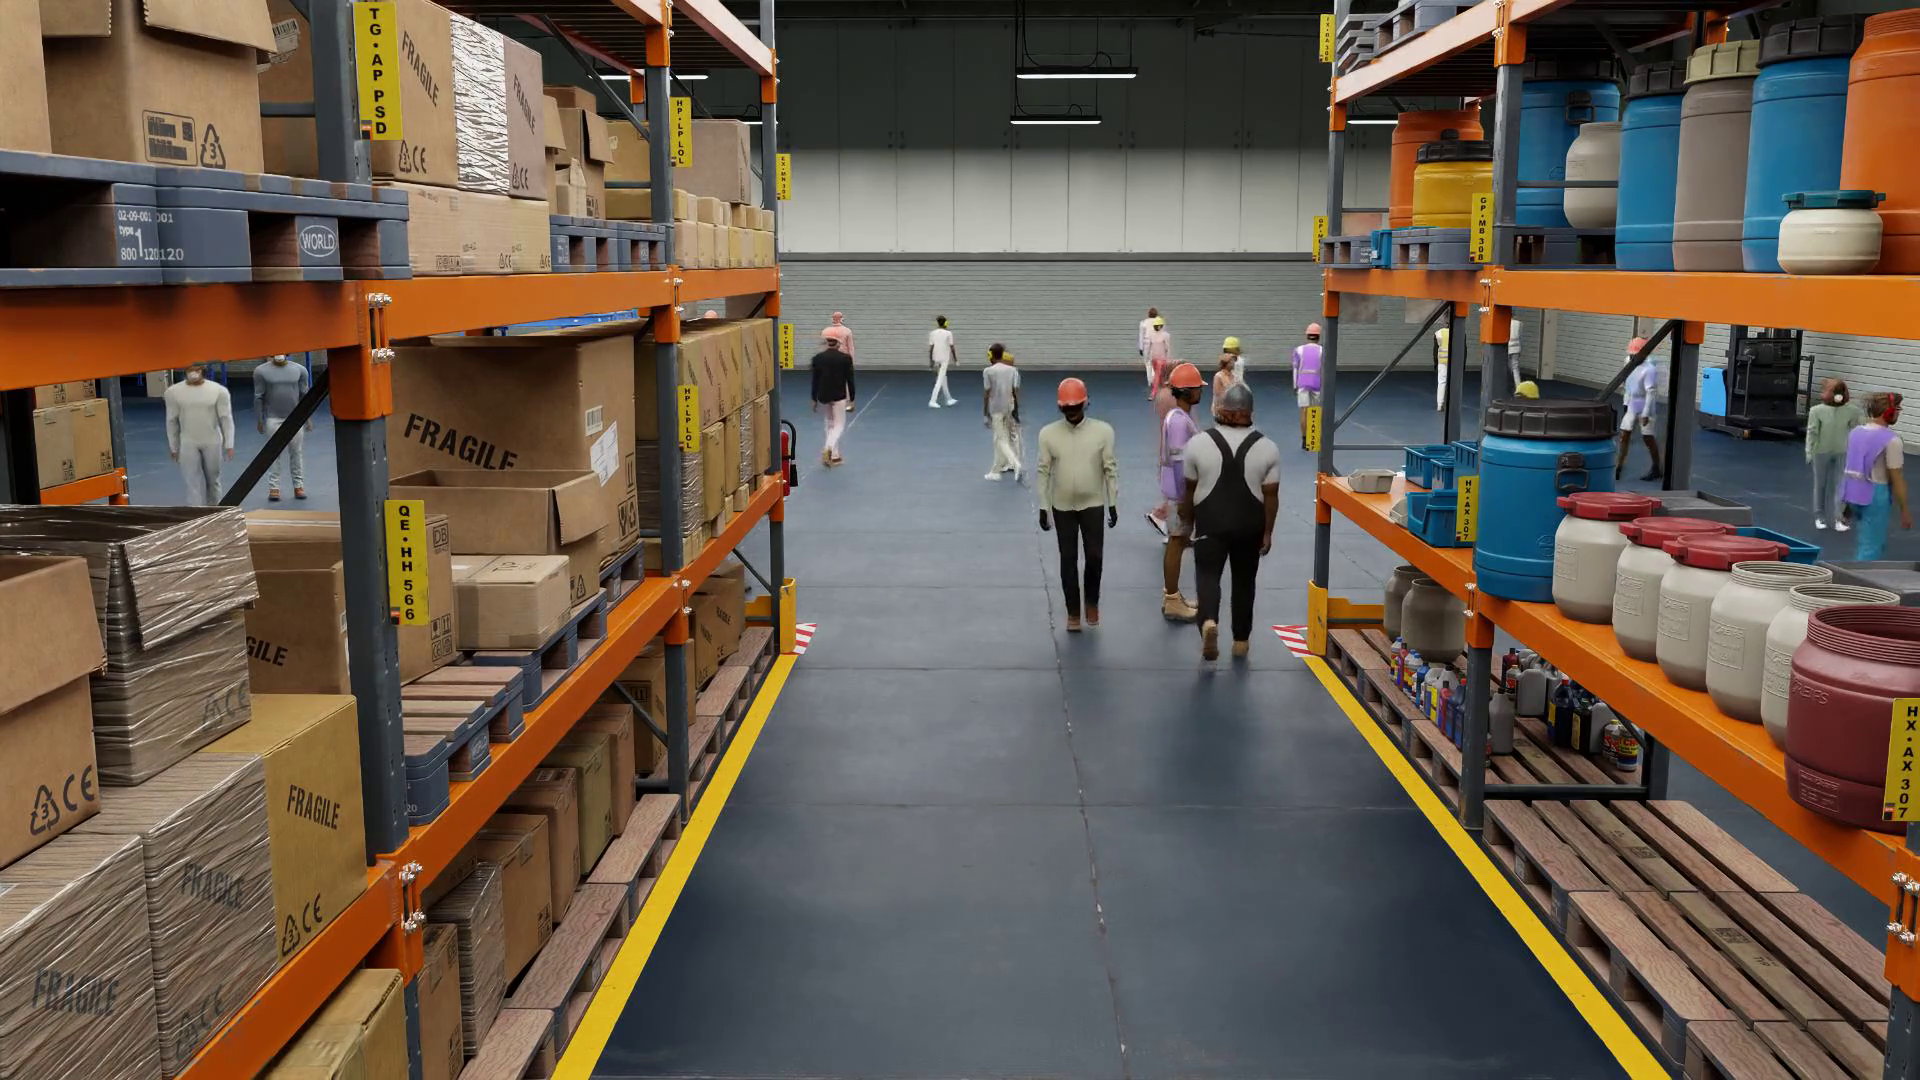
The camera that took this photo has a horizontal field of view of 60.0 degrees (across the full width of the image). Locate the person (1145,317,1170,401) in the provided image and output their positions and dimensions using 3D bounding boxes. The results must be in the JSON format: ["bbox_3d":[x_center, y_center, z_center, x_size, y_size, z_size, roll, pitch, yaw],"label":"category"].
[{"bbox_3d":[4.151,-3.790,34.687,0.538,1.726,0.894,8,12,40],"label":"person"}]

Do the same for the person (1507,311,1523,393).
[{"bbox_3d":[11.760,-4.051,35.663,0.659,1.920,0.516,-1,10,-9],"label":"person"}]

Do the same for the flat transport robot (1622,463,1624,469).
[{"bbox_3d":[8.462,-1.027,22.615,0.652,0.197,1.431,8,12,39],"label":"flat transport robot"}]

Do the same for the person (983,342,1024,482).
[{"bbox_3d":[0.583,-1.653,21.632,0.572,1.831,0.842,-7,12,-38],"label":"person"}]

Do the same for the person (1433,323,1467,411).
[{"bbox_3d":[9.459,-3.414,32.094,0.633,1.840,0.429,5,11,29],"label":"person"}]

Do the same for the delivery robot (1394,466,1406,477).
[{"bbox_3d":[5.077,-0.605,18.961,0.477,0.478,0.707,-2,10,-12],"label":"delivery robot"}]

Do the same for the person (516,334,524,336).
[{"bbox_3d":[-6.071,-1.956,23.309,0.594,1.857,0.429,-6,11,-30],"label":"person"}]

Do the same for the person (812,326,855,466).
[{"bbox_3d":[-1.787,-1.988,23.193,0.625,1.969,0.837,3,10,16],"label":"person"}]

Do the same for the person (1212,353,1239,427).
[{"bbox_3d":[3.603,-1.718,22.589,0.368,1.625,0.567,9,13,43],"label":"person"}]

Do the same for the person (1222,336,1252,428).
[{"bbox_3d":[4.264,-2.293,25.736,0.649,1.721,0.483,-5,11,-26],"label":"person"}]

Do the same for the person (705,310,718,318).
[{"bbox_3d":[-4.464,-3.133,29.954,0.623,1.989,0.400,2,10,11],"label":"person"}]

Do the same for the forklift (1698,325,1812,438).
[{"bbox_3d":[13.248,-3.165,27.620,1.129,2.768,1.873,0,9,1],"label":"forklift"}]

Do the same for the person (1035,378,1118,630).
[{"bbox_3d":[0.895,-0.265,12.836,0.637,1.969,0.509,1,10,7],"label":"person"}]

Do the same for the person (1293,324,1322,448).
[{"bbox_3d":[5.467,-2.405,25.871,0.571,1.892,0.934,4,10,20],"label":"person"}]

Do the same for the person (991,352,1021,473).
[{"bbox_3d":[0.630,-1.740,22.674,0.309,1.639,0.514,8,13,41],"label":"person"}]

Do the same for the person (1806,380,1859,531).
[{"bbox_3d":[9.254,-0.884,17.610,0.532,1.603,0.746,2,10,13],"label":"person"}]

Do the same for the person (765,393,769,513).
[{"bbox_3d":[-2.263,-1.201,18.669,0.548,1.903,0.893,1,10,8],"label":"person"}]

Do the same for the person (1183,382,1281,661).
[{"bbox_3d":[1.936,-0.123,11.908,0.687,2.000,0.819,1,10,7],"label":"person"}]

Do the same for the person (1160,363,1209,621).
[{"bbox_3d":[1.796,-0.394,13.383,0.366,2.048,0.608,1,10,6],"label":"person"}]

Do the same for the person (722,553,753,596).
[{"bbox_3d":[-2.108,-0.337,13.836,0.601,1.796,0.928,9,13,43],"label":"person"}]

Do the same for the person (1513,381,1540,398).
[{"bbox_3d":[5.376,-0.663,15.971,0.903,1.717,0.535,-7,12,-37],"label":"person"}]

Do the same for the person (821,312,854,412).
[{"bbox_3d":[-2.332,-3.425,31.965,0.642,1.907,0.410,2,10,13],"label":"person"}]

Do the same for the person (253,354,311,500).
[{"bbox_3d":[-8.186,-1.465,20.124,0.635,1.937,0.353,-5,11,-27],"label":"person"}]

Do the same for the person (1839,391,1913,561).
[{"bbox_3d":[7.375,-0.275,13.325,0.551,1.828,0.583,0,9,-1],"label":"person"}]

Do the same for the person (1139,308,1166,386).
[{"bbox_3d":[4.444,-4.449,38.365,0.637,1.819,0.782,2,10,13],"label":"person"}]

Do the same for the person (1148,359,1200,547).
[{"bbox_3d":[2.177,-0.881,16.769,0.480,1.892,0.647,4,10,23],"label":"person"}]

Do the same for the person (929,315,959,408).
[{"bbox_3d":[-0.340,-3.536,32.915,0.511,1.820,0.997,8,12,40],"label":"person"}]

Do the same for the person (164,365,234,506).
[{"bbox_3d":[-7.894,-0.970,17.290,0.652,1.884,1.007,-4,10,-21],"label":"person"}]

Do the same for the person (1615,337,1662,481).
[{"bbox_3d":[8.827,-1.697,21.668,0.970,1.875,0.572,-4,10,-21],"label":"person"}]

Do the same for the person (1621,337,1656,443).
[{"bbox_3d":[10.829,-2.400,26.498,0.540,1.682,0.540,-7,12,-35],"label":"person"}]
